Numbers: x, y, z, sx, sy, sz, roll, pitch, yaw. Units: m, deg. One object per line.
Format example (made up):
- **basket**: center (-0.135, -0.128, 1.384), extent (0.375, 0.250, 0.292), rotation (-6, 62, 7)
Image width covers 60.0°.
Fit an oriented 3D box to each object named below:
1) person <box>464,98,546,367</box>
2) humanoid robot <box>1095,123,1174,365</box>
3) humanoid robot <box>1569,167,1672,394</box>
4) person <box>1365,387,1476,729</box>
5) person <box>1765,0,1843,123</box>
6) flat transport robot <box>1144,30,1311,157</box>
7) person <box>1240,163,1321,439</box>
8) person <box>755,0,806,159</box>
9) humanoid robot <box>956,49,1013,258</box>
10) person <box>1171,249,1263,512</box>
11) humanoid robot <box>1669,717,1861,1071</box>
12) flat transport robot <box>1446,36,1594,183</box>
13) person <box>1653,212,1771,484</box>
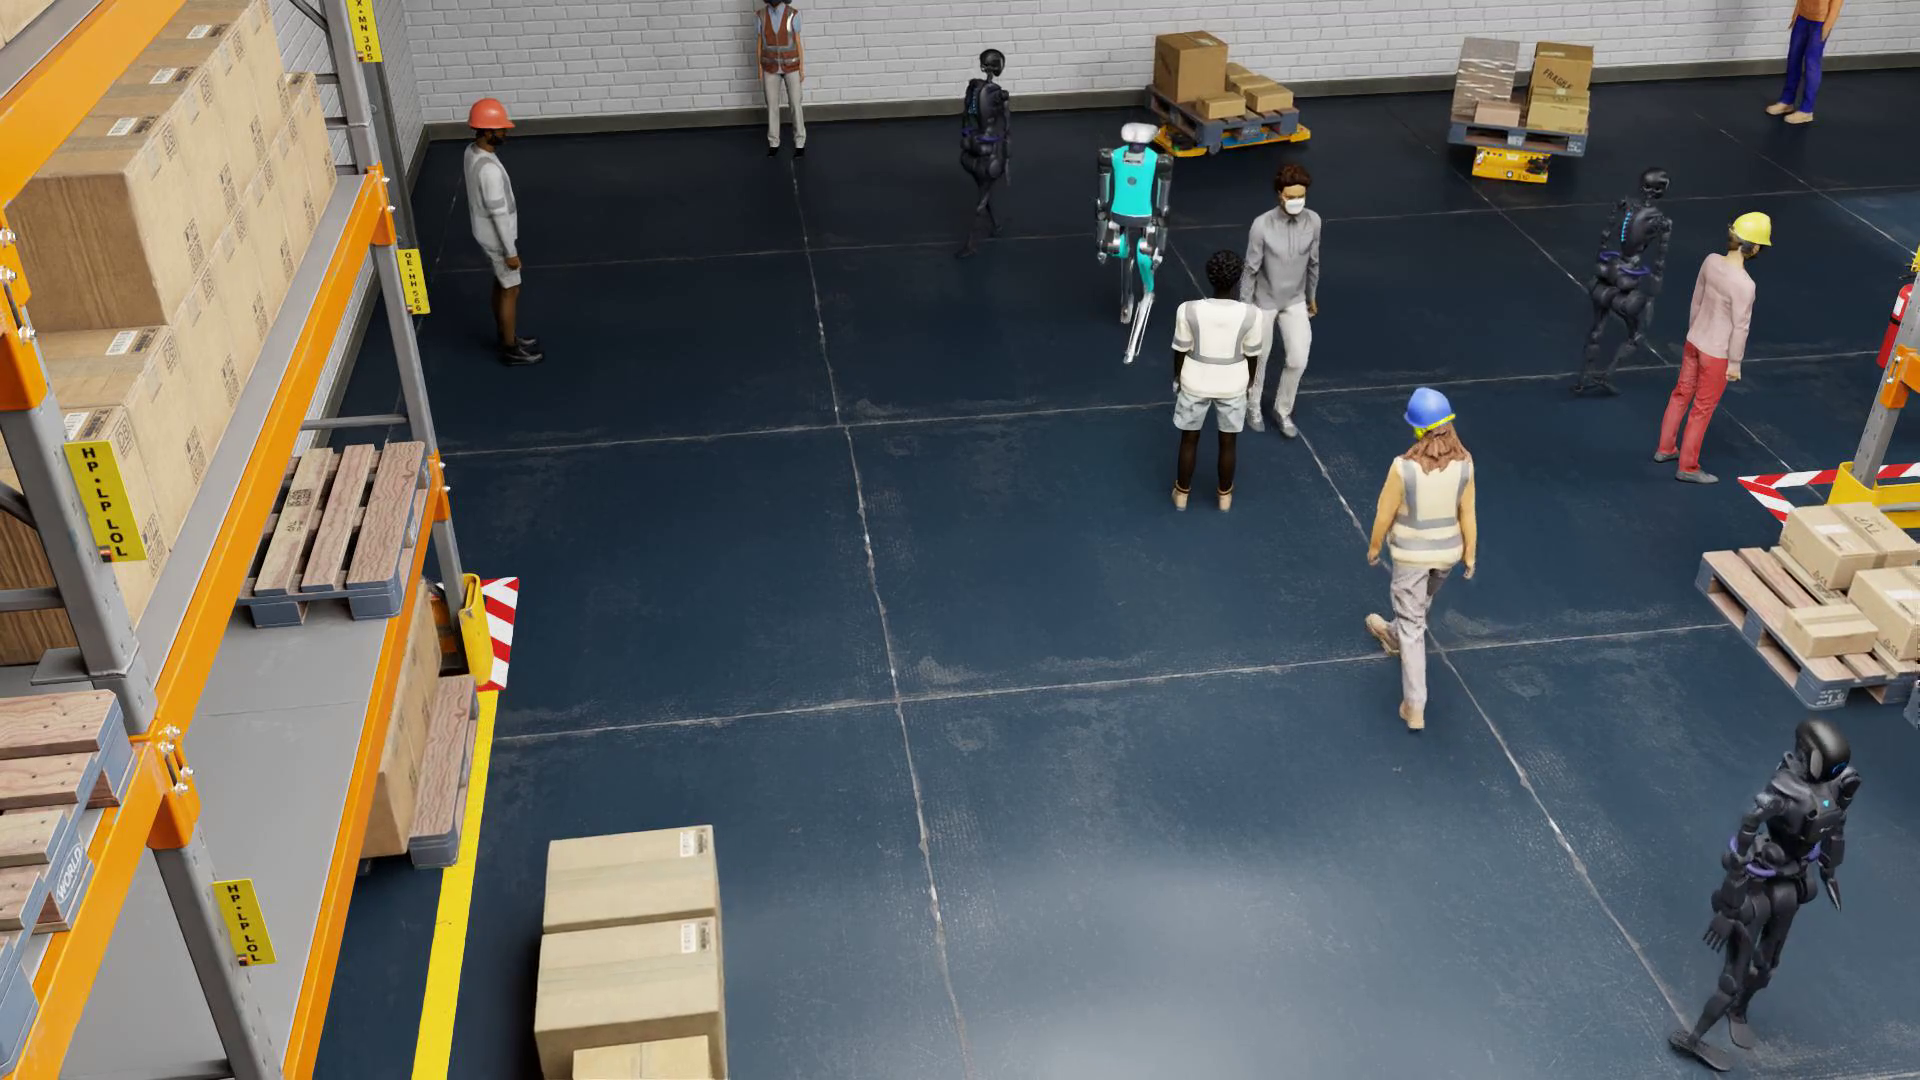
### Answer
- **person**: center (-3.195, -2.134, 11.610), extent (0.389, 1.927, 0.548), rotation (-16, 36, -22)
- **humanoid robot**: center (1.280, -2.245, 11.966), extent (0.533, 1.775, 0.958), rotation (8, 34, 12)
- **humanoid robot**: center (4.470, -1.738, 11.227), extent (0.342, 1.647, 0.589), rotation (-15, 36, -22)
- **person**: center (2.342, 0.055, 8.425), extent (0.504, 1.718, 0.929), rotation (-5, 33, -7)
- **person**: center (8.229, -5.040, 16.024), extent (0.404, 1.971, 0.518), rotation (-9, 34, -13)
- **flat transport robot**: center (2.555, -3.916, 15.853), extent (1.431, 0.231, 0.659), rotation (-12, 35, -18)
- **person**: center (2.068, -1.504, 10.684), extent (0.579, 1.876, 0.608), rotation (-7, 34, -10)
- **person**: center (-1.632, -4.314, 15.170), extent (0.429, 1.680, 0.304), rotation (1, 33, 2)
- **humanoid robot**: center (0.226, -3.134, 13.399), extent (0.758, 1.619, 0.613), rotation (-25, 40, -33)
- **person**: center (1.518, -0.930, 9.972), extent (0.532, 1.693, 0.320), rotation (4, 33, 6)
- **humanoid robot**: center (3.194, 1.349, 6.497), extent (0.595, 1.647, 0.331), rotation (-12, 35, -18)
- **flat transport robot**: center (5.161, -3.676, 15.485), extent (0.659, 0.231, 1.431), rotation (10, 35, 15)
- **person**: center (4.685, -1.191, 10.315), extent (0.323, 1.760, 0.523), rotation (-5, 33, -8)
